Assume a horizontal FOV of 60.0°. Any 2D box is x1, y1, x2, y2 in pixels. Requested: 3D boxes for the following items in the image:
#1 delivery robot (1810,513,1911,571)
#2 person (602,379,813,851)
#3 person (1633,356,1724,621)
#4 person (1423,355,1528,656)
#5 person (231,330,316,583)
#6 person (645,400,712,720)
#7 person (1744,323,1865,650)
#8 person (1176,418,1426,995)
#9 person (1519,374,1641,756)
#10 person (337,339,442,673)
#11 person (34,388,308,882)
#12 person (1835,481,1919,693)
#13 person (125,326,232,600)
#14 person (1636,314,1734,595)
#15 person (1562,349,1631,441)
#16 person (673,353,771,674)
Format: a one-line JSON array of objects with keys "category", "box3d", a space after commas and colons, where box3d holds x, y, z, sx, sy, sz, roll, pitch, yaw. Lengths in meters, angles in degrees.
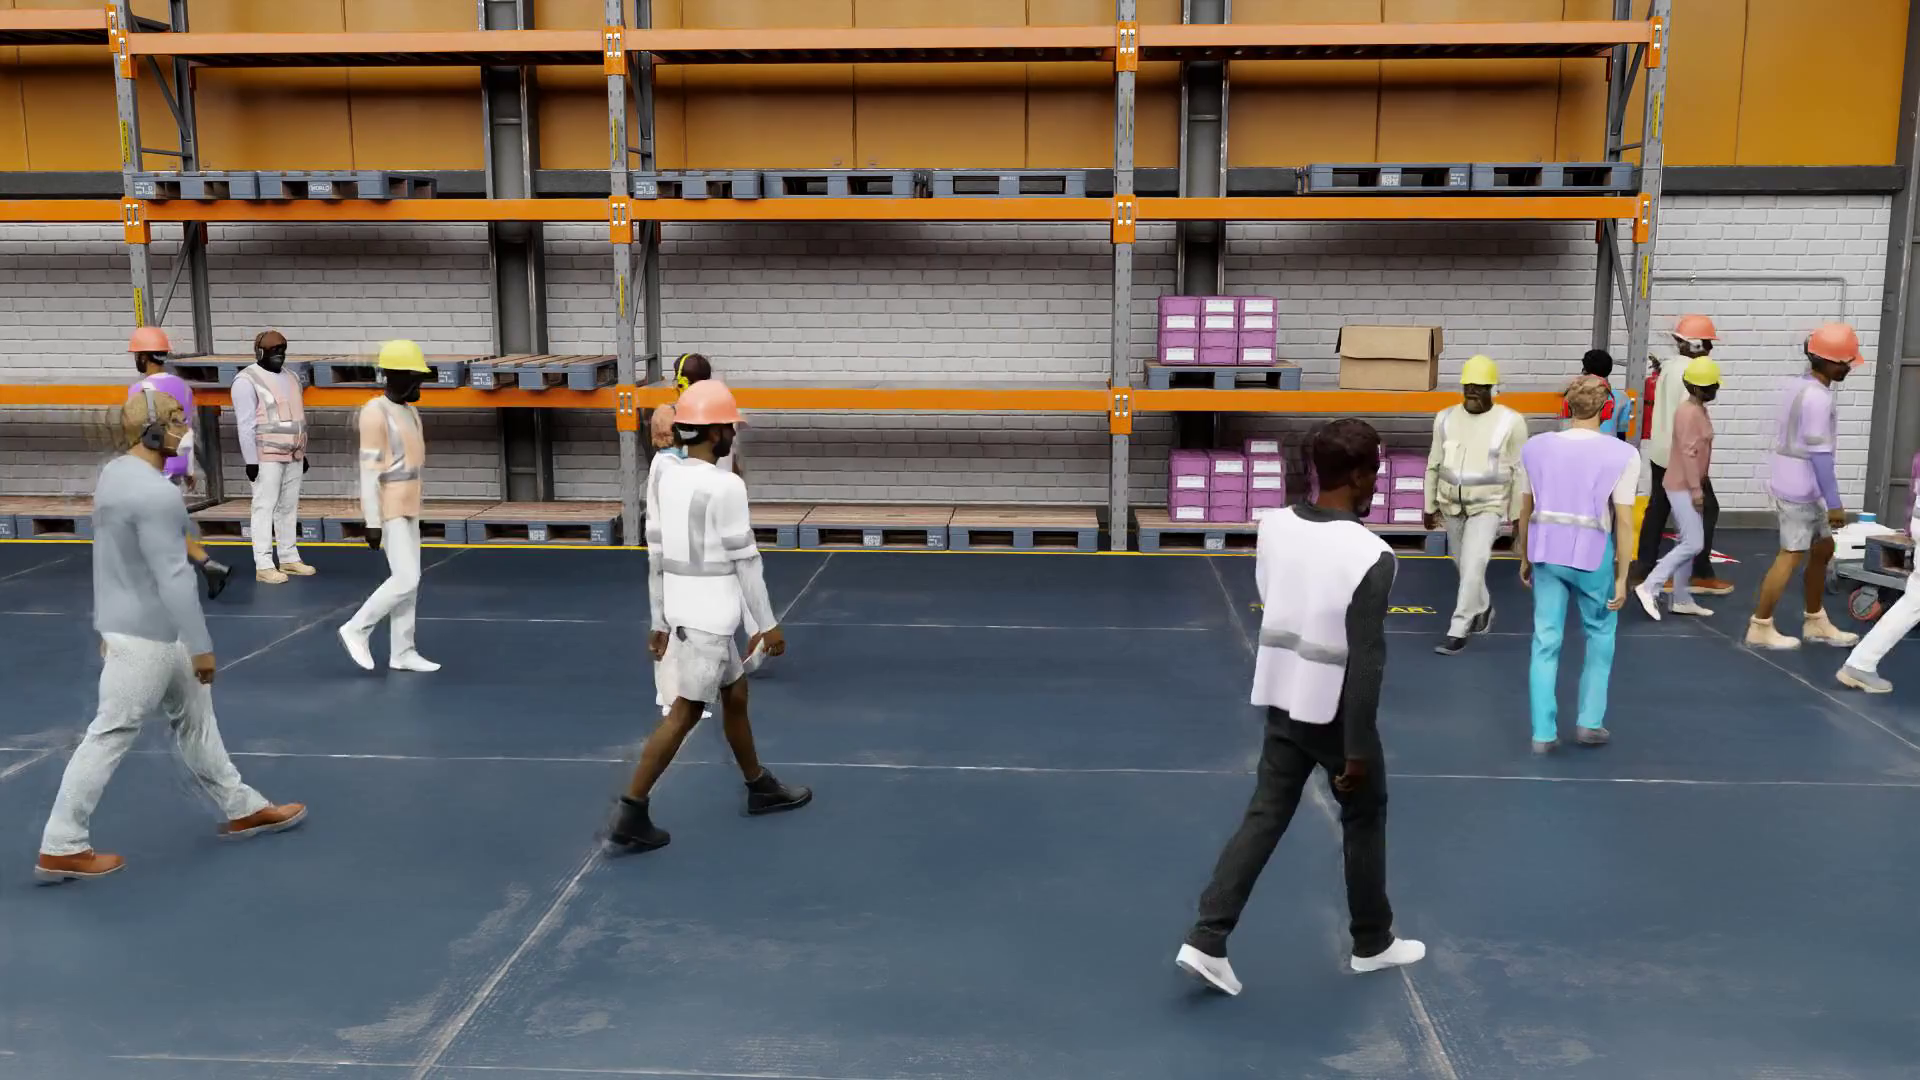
[{"category": "delivery robot", "box3d": [6.435, 0.049, 11.822, 0.707, 0.478, 0.477, -1, 10, -5]}, {"category": "person", "box3d": [-1.069, 0.295, 6.782, 1.008, 1.896, 0.541, -7, 12, -36]}, {"category": "person", "box3d": [4.700, -0.329, 10.825, 0.435, 1.741, 0.562, 6, 11, 32]}, {"category": "person", "box3d": [3.149, -0.242, 10.175, 0.599, 1.794, 0.919, 8, 13, 40]}, {"category": "person", "box3d": [-5.018, -0.614, 12.222, 0.429, 1.840, 0.634, 3, 10, 16]}, {"category": "person", "box3d": [-1.467, 0.104, 8.594, 0.306, 1.642, 0.523, -3, 10, -16]}, {"category": "person", "box3d": [5.119, -0.285, 9.872, 0.779, 1.987, 0.649, 4, 10, 20]}, {"category": "person", "box3d": [1.115, 0.543, 5.345, 0.939, 1.887, 0.600, -6, 12, -33]}, {"category": "person", "box3d": [2.963, 0.116, 7.998, 0.585, 1.821, 0.657, 7, 12, 36]}, {"category": "person", "box3d": [-3.206, -0.172, 9.390, 0.526, 1.916, 0.625, 1, 10, 4]}, {"category": "person", "box3d": [-3.149, 0.353, 6.462, 1.034, 1.884, 0.651, -7, 12, -36]}, {"category": "person", "box3d": [5.239, -0.037, 8.865, 0.943, 1.846, 0.598, 5, 11, 27]}, {"category": "person", "box3d": [-5.408, -0.507, 11.400, 0.831, 1.915, 0.548, 2, 10, 12]}, {"category": "person", "box3d": [5.170, -0.588, 11.678, 0.777, 1.966, 0.654, 0, 10, 0]}, {"category": "person", "box3d": [4.689, -0.565, 12.349, 0.533, 1.699, 0.319, -1, 10, -7]}, {"category": "person", "box3d": [-1.383, -0.138, 9.454, 0.555, 1.842, 0.786, -10, 14, -44]}]
